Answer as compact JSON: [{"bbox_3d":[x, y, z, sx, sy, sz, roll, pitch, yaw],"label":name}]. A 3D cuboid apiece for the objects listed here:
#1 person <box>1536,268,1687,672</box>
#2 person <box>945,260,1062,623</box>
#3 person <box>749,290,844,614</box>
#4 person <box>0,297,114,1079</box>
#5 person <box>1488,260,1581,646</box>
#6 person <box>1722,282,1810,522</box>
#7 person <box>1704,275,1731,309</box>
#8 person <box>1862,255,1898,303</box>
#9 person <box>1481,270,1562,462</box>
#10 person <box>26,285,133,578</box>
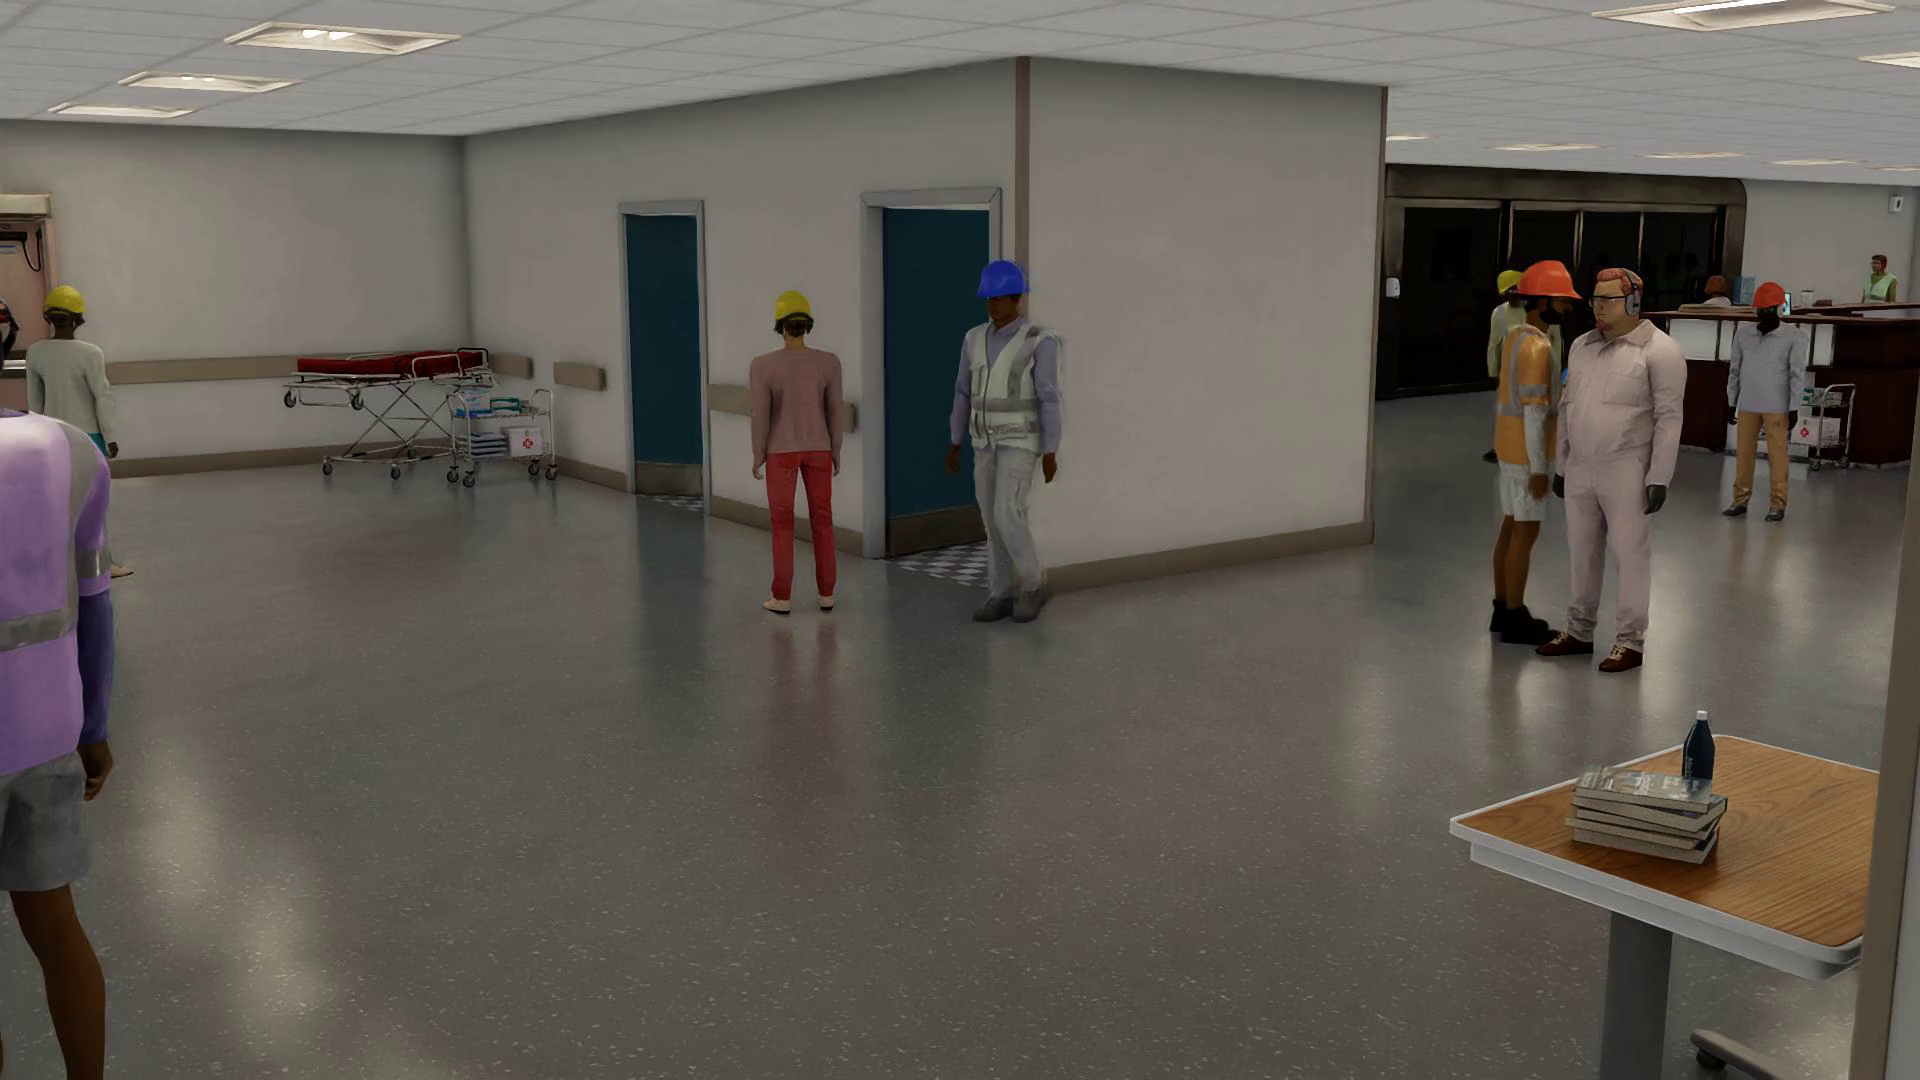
[{"bbox_3d":[3.080,-0.331,7.918,0.401,1.906,0.651,-6,12,-28],"label":"person"},{"bbox_3d":[0.227,-0.509,8.836,0.434,1.930,0.625,-10,14,-44],"label":"person"},{"bbox_3d":[-0.892,-0.474,9.100,0.525,1.771,0.305,-4,11,-20],"label":"person"},{"bbox_3d":[-2.031,0.410,3.438,0.409,2.028,0.615,4,11,19],"label":"person"},{"bbox_3d":[2.905,-0.439,8.438,0.369,1.936,0.546,2,10,9],"label":"person"},{"bbox_3d":[5.867,-1.006,12.159,0.361,1.742,0.563,-8,13,-37],"label":"person"},{"bbox_3d":[9.174,-2.401,20.273,0.498,1.634,0.279,-7,13,-36],"label":"person"},{"bbox_3d":[14.133,-3.462,25.623,0.388,1.846,0.565,-4,11,-20],"label":"person"},{"bbox_3d":[5.132,-1.560,15.182,0.663,1.780,0.420,3,11,16],"label":"person"},{"bbox_3d":[-5.311,-0.634,9.999,0.533,1.770,0.304,2,10,10],"label":"person"}]
